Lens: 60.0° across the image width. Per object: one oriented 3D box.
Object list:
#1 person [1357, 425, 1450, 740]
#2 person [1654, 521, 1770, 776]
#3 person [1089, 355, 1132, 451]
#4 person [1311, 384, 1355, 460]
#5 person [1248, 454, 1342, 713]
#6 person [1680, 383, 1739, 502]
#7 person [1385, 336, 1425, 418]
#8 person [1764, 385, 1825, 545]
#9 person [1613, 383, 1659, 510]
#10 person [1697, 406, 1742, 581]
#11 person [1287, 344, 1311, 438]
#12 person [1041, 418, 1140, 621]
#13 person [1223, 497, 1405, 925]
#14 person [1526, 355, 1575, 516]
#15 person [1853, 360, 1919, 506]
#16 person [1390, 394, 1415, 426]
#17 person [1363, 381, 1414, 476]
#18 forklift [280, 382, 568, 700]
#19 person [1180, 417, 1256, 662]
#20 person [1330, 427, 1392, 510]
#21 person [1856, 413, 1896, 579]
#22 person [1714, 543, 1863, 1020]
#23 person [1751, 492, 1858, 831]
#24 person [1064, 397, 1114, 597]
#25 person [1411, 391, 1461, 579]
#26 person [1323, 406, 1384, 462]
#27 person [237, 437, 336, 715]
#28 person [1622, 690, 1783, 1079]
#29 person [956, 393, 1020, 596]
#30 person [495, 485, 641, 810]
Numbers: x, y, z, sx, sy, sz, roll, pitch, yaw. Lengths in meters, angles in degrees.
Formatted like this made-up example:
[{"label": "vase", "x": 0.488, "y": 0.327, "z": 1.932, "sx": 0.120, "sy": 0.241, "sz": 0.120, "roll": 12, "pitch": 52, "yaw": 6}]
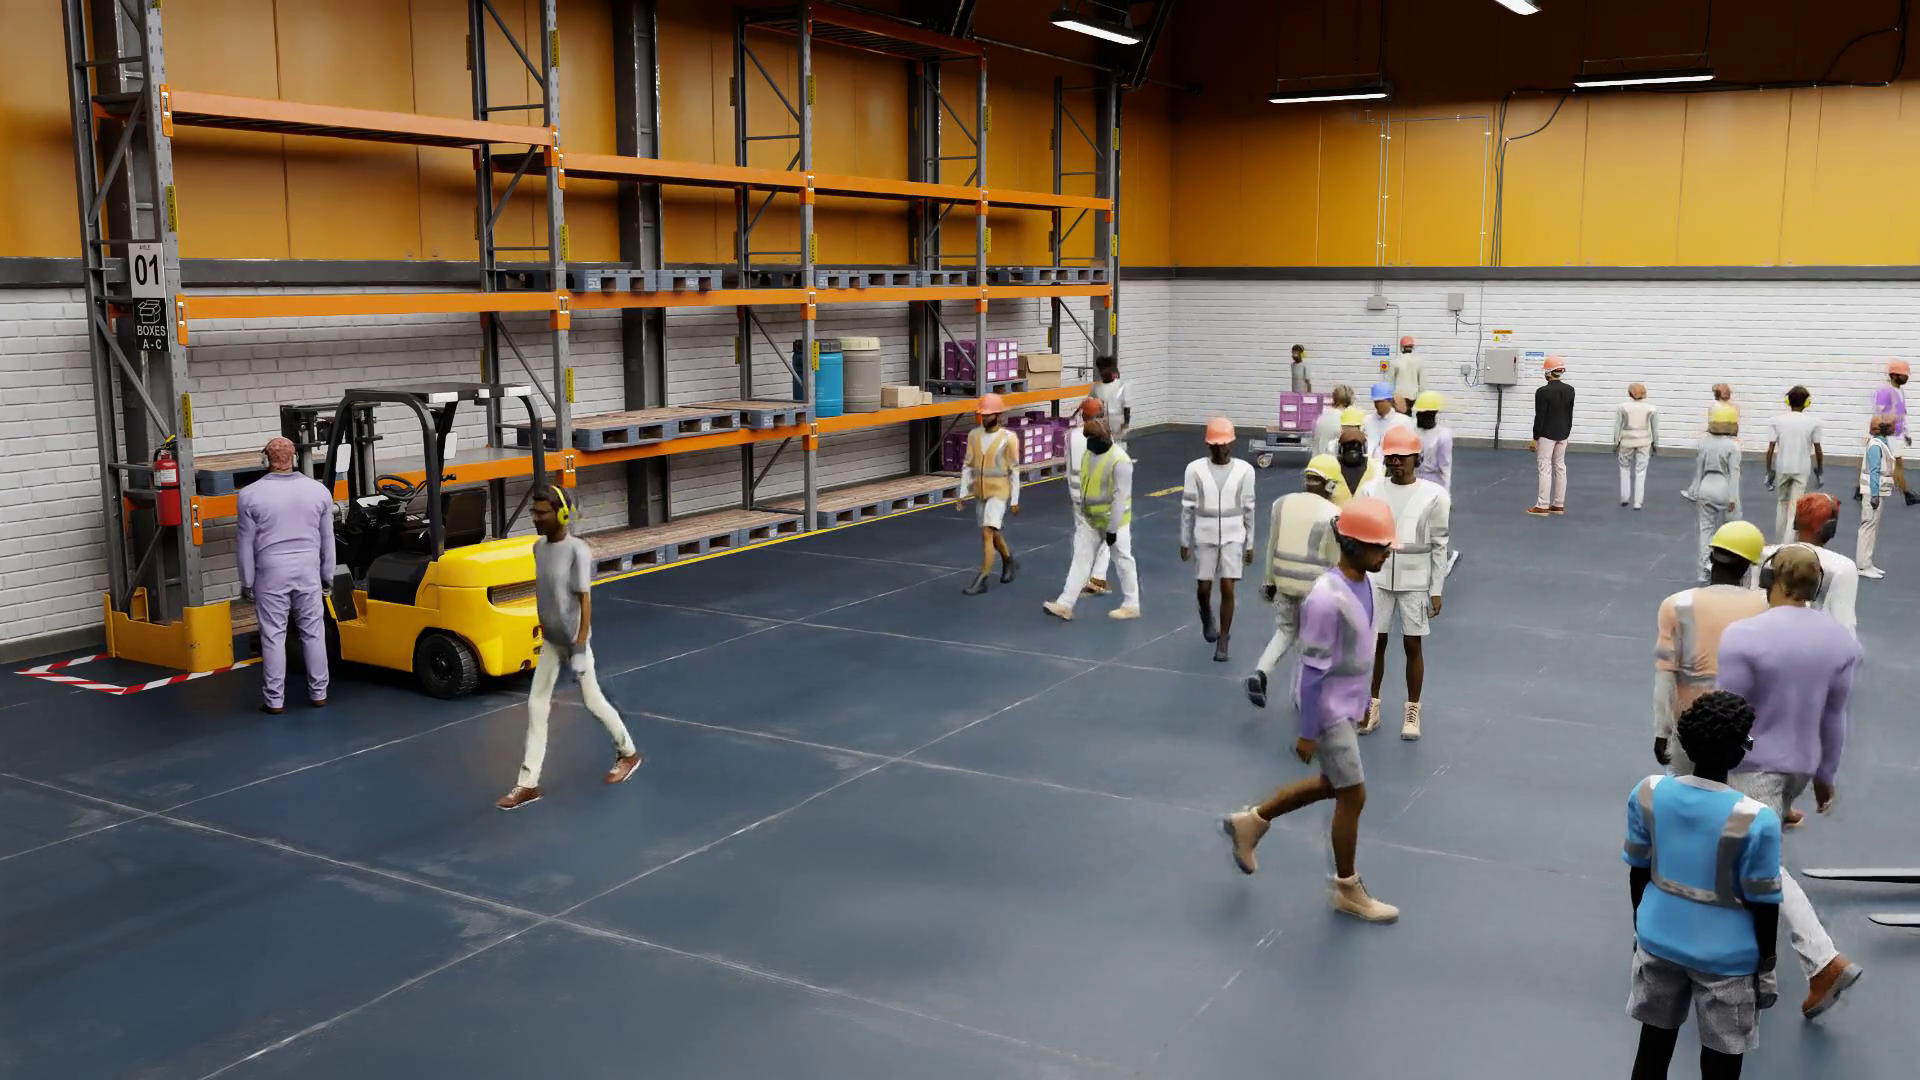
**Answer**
[{"label": "person", "x": 2.832, "y": 0.273, "z": 10.766, "sx": 0.607, "sy": 2.044, "sz": 0.379, "roll": 5, "pitch": 10, "yaw": 26}, {"label": "person", "x": 3.545, "y": 0.845, "z": 7.773, "sx": 0.585, "sy": 1.867, "sz": 0.960, "roll": 3, "pitch": 9, "yaw": 15}, {"label": "person", "x": 2.056, "y": -1.553, "z": 22.565, "sx": 0.606, "sy": 1.920, "sz": 0.954, "roll": 3, "pitch": 10, "yaw": 17}, {"label": "person", "x": 3.825, "y": -0.661, "z": 17.104, "sx": 1.026, "sy": 1.894, "sz": 0.651, "roll": -3, "pitch": 9, "yaw": -16}, {"label": "person", "x": 2.296, "y": 0.319, "z": 11.247, "sx": 0.627, "sy": 1.802, "sz": 0.630, "roll": -8, "pitch": 12, "yaw": -42}, {"label": "person", "x": 9.807, "y": -1.231, "z": 21.547, "sx": 0.528, "sy": 1.591, "sz": 0.868, "roll": -3, "pitch": 10, "yaw": -20}, {"label": "person", "x": 7.395, "y": -2.439, "z": 27.917, "sx": 0.622, "sy": 1.971, "sz": 0.738, "roll": -2, "pitch": 9, "yaw": -12}, {"label": "person", "x": 8.804, "y": -0.701, "z": 17.495, "sx": 0.520, "sy": 1.838, "sz": 0.856, "roll": 8, "pitch": 12, "yaw": 40}, {"label": "person", "x": 8.665, "y": -1.210, "z": 21.345, "sx": 0.559, "sy": 1.606, "sz": 0.676, "roll": 3, "pitch": 10, "yaw": 17}, {"label": "person", "x": 7.403, "y": -0.441, "z": 16.206, "sx": 0.355, "sy": 1.733, "sz": 0.489, "roll": -5, "pitch": 11, "yaw": -30}, {"label": "person", "x": 5.913, "y": -2.467, "z": 28.587, "sx": 0.834, "sy": 1.826, "sz": 0.572, "roll": -5, "pitch": 11, "yaw": -30}, {"label": "person", "x": 1.176, "y": -0.158, "z": 14.297, "sx": 0.978, "sy": 1.772, "sz": 0.690, "roll": -6, "pitch": 11, "yaw": -31}, {"label": "person", "x": 1.661, "y": 0.767, "z": 7.820, "sx": 0.868, "sy": 2.002, "sz": 0.671, "roll": 6, "pitch": 11, "yaw": 32}, {"label": "person", "x": 7.356, "y": -1.294, "z": 20.697, "sx": 0.611, "sy": 1.995, "sz": 0.375, "roll": -5, "pitch": 10, "yaw": -27}, {"label": "person", "x": 12.190, "y": -1.397, "z": 21.682, "sx": 0.567, "sy": 1.882, "sz": 0.978, "roll": -8, "pitch": 12, "yaw": -40}, {"label": "person", "x": 5.150, "y": -0.930, "z": 19.679, "sx": 0.851, "sy": 1.583, "sz": 0.516, "roll": -9, "pitch": 13, "yaw": -44}, {"label": "person", "x": 4.353, "y": -0.671, "z": 17.030, "sx": 0.628, "sy": 1.919, "sz": 0.762, "roll": 6, "pitch": 11, "yaw": 32}, {"label": "forklift", "x": -3.974, "y": -0.067, "z": 12.417, "sx": 2.313, "sy": 2.155, "sz": 1.214, "roll": 5, "pitch": 11, "yaw": 30}, {"label": "person", "x": 2.024, "y": -0.030, "z": 13.074, "sx": 0.581, "sy": 1.914, "sz": 0.630, "roll": 1, "pitch": 9, "yaw": 7}, {"label": "person", "x": 3.019, "y": 0.044, "z": 12.896, "sx": 0.665, "sy": 1.814, "sz": 0.744, "roll": 2, "pitch": 9, "yaw": 13}, {"label": "person", "x": 9.093, "y": -0.447, "z": 16.514, "sx": 0.306, "sy": 1.639, "sz": 0.524, "roll": 6, "pitch": 11, "yaw": 33}, {"label": "person", "x": 3.434, "y": 0.971, "z": 6.881, "sx": 0.646, "sy": 1.904, "sz": 0.897, "roll": -3, "pitch": 10, "yaw": -18}, {"label": "person", "x": 4.387, "y": 0.676, "z": 8.793, "sx": 0.542, "sy": 1.865, "sz": 0.615, "roll": -6, "pitch": 11, "yaw": -34}, {"label": "person", "x": 1.244, "y": -0.399, "z": 15.500, "sx": 0.597, "sy": 1.867, "sz": 0.490, "roll": 8, "pitch": 12, "yaw": 42}, {"label": "person", "x": 4.484, "y": -0.474, "z": 15.837, "sx": 0.666, "sy": 1.912, "sz": 0.600, "roll": -2, "pitch": 9, "yaw": -14}, {"label": "person", "x": 3.668, "y": -0.365, "z": 15.535, "sx": 0.604, "sy": 1.796, "sz": 0.910, "roll": 5, "pitch": 10, "yaw": 27}, {"label": "person", "x": -4.625, "y": 0.239, "z": 11.435, "sx": 0.636, "sy": 1.900, "sz": 0.403, "roll": -7, "pitch": 12, "yaw": -38}, {"label": "person", "x": 2.374, "y": 1.316, "z": 5.334, "sx": 0.319, "sy": 1.697, "sz": 0.533, "roll": -6, "pitch": 11, "yaw": -33}, {"label": "person", "x": 0.334, "y": -0.459, "z": 15.809, "sx": 0.562, "sy": 1.907, "sz": 0.949, "roll": 7, "pitch": 11, "yaw": 37}, {"label": "person", "x": -2.245, "y": 0.576, "z": 9.571, "sx": 0.563, "sy": 1.831, "sz": 0.967, "roll": 7, "pitch": 11, "yaw": 37}]
